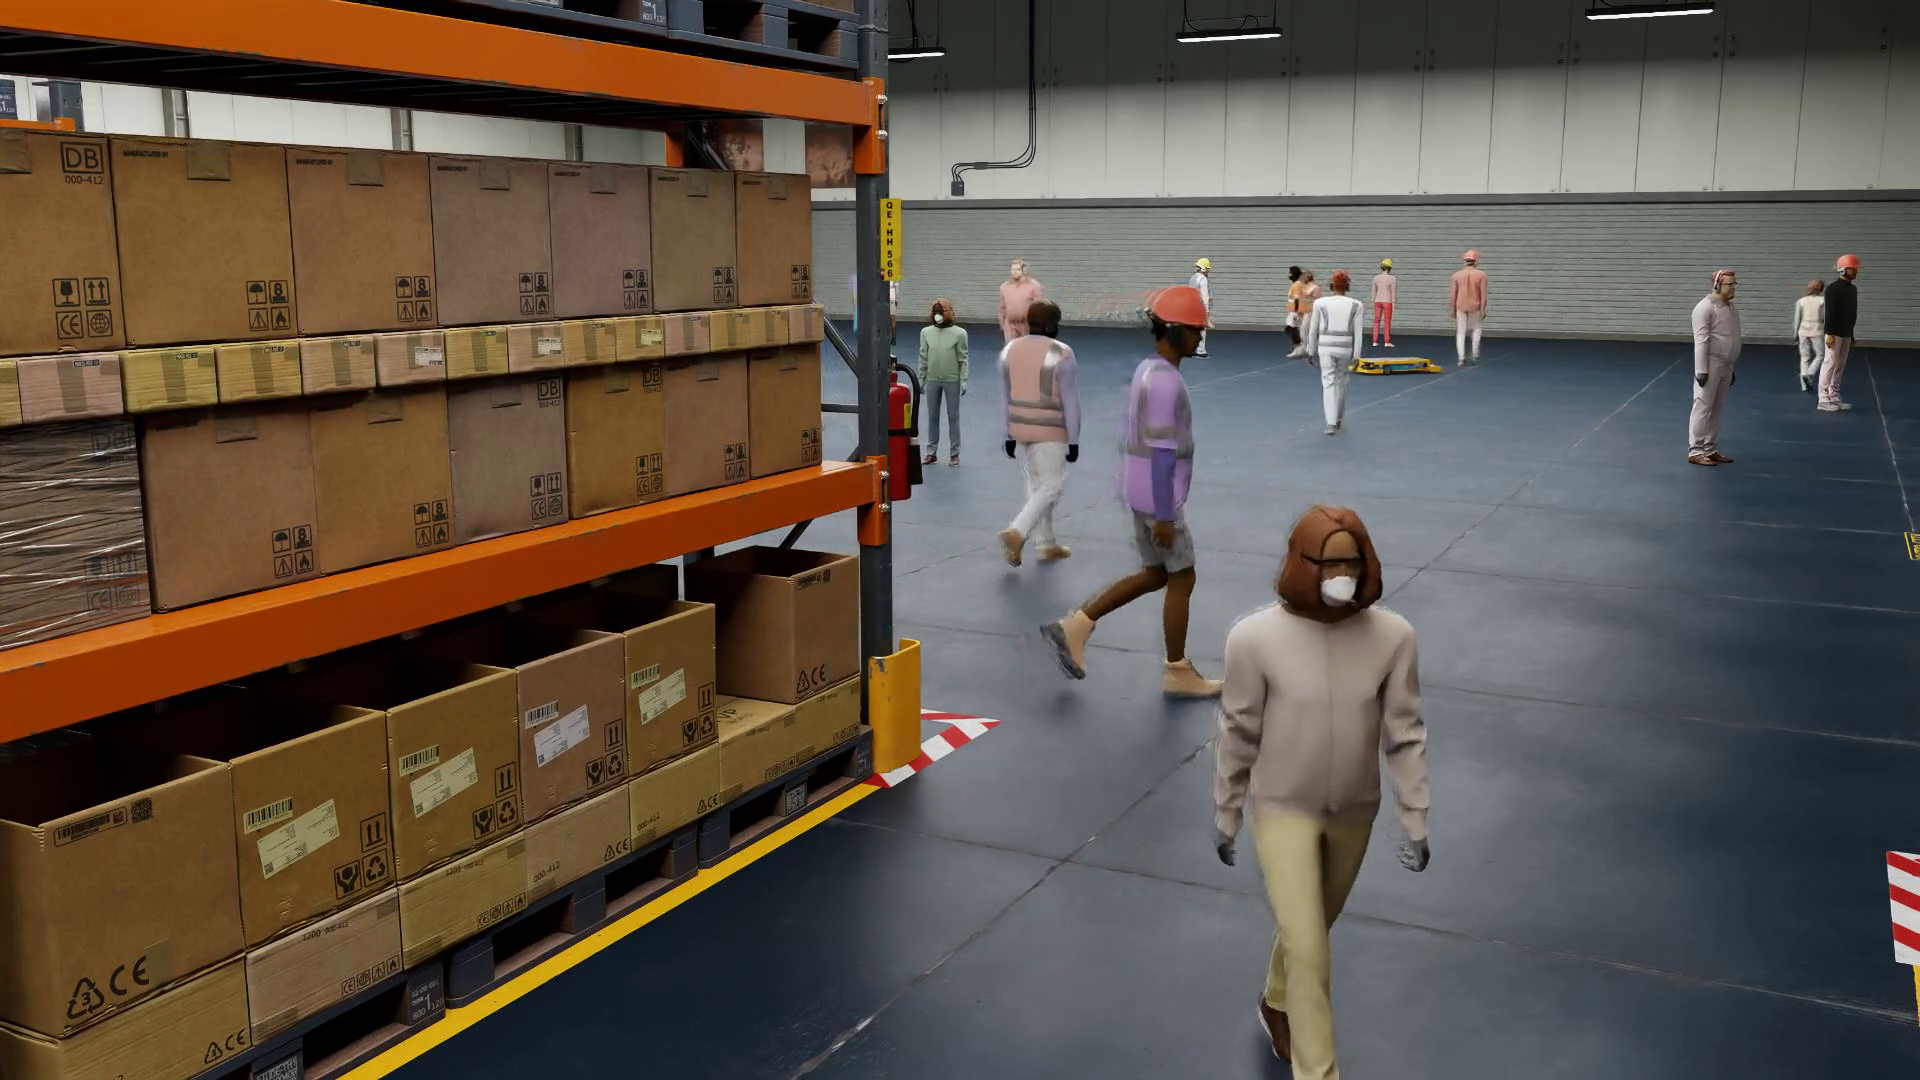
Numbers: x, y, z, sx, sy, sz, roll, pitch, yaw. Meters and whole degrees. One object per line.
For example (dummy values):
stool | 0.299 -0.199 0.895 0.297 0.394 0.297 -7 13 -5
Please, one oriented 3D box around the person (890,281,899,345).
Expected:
person | -1.520 -4.922 33.859 0.544 1.941 0.371 -4 11 -22

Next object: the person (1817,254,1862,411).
person | 11.314 -2.661 21.375 0.609 1.997 0.375 -7 13 -35

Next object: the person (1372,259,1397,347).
person | 8.520 -4.745 33.398 0.526 1.758 0.343 9 14 42

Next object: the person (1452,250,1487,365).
person | 8.934 -4.057 29.044 0.646 1.968 0.807 7 13 34

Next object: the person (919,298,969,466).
person | -0.163 -1.533 16.216 0.503 1.632 0.274 4 11 19

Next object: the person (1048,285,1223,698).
person | 0.880 -0.219 8.036 0.800 2.014 0.605 0 10 0

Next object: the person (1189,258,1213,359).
person | 4.411 -4.228 30.389 0.403 1.825 0.586 -3 11 -17

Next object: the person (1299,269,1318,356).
person | 6.432 -4.207 30.837 0.557 1.611 0.566 -8 13 -38

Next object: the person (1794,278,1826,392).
person | 12.196 -2.925 23.809 0.406 1.623 0.544 -8 13 -37

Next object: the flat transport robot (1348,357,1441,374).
flat transport robot | 7.061 -2.855 27.141 1.431 0.197 0.652 -4 11 -21

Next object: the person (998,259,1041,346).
person | 0.876 -3.154 24.338 0.662 1.891 0.642 3 11 18

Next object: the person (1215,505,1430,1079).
person | 0.911 0.687 4.224 0.513 1.590 0.846 -2 11 -10

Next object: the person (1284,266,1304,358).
person | 6.092 -4.148 30.325 0.373 1.684 0.548 2 11 11

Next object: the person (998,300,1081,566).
person | 0.520 -0.709 11.231 0.629 1.818 0.764 9 14 42

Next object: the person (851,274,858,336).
person | -1.715 -4.223 30.361 0.576 1.831 0.488 6 12 31

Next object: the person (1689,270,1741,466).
person | 7.422 -1.686 16.305 0.641 1.909 0.409 -9 14 -40

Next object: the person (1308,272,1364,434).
person | 4.281 -2.133 18.973 0.581 1.835 1.005 1 10 4
